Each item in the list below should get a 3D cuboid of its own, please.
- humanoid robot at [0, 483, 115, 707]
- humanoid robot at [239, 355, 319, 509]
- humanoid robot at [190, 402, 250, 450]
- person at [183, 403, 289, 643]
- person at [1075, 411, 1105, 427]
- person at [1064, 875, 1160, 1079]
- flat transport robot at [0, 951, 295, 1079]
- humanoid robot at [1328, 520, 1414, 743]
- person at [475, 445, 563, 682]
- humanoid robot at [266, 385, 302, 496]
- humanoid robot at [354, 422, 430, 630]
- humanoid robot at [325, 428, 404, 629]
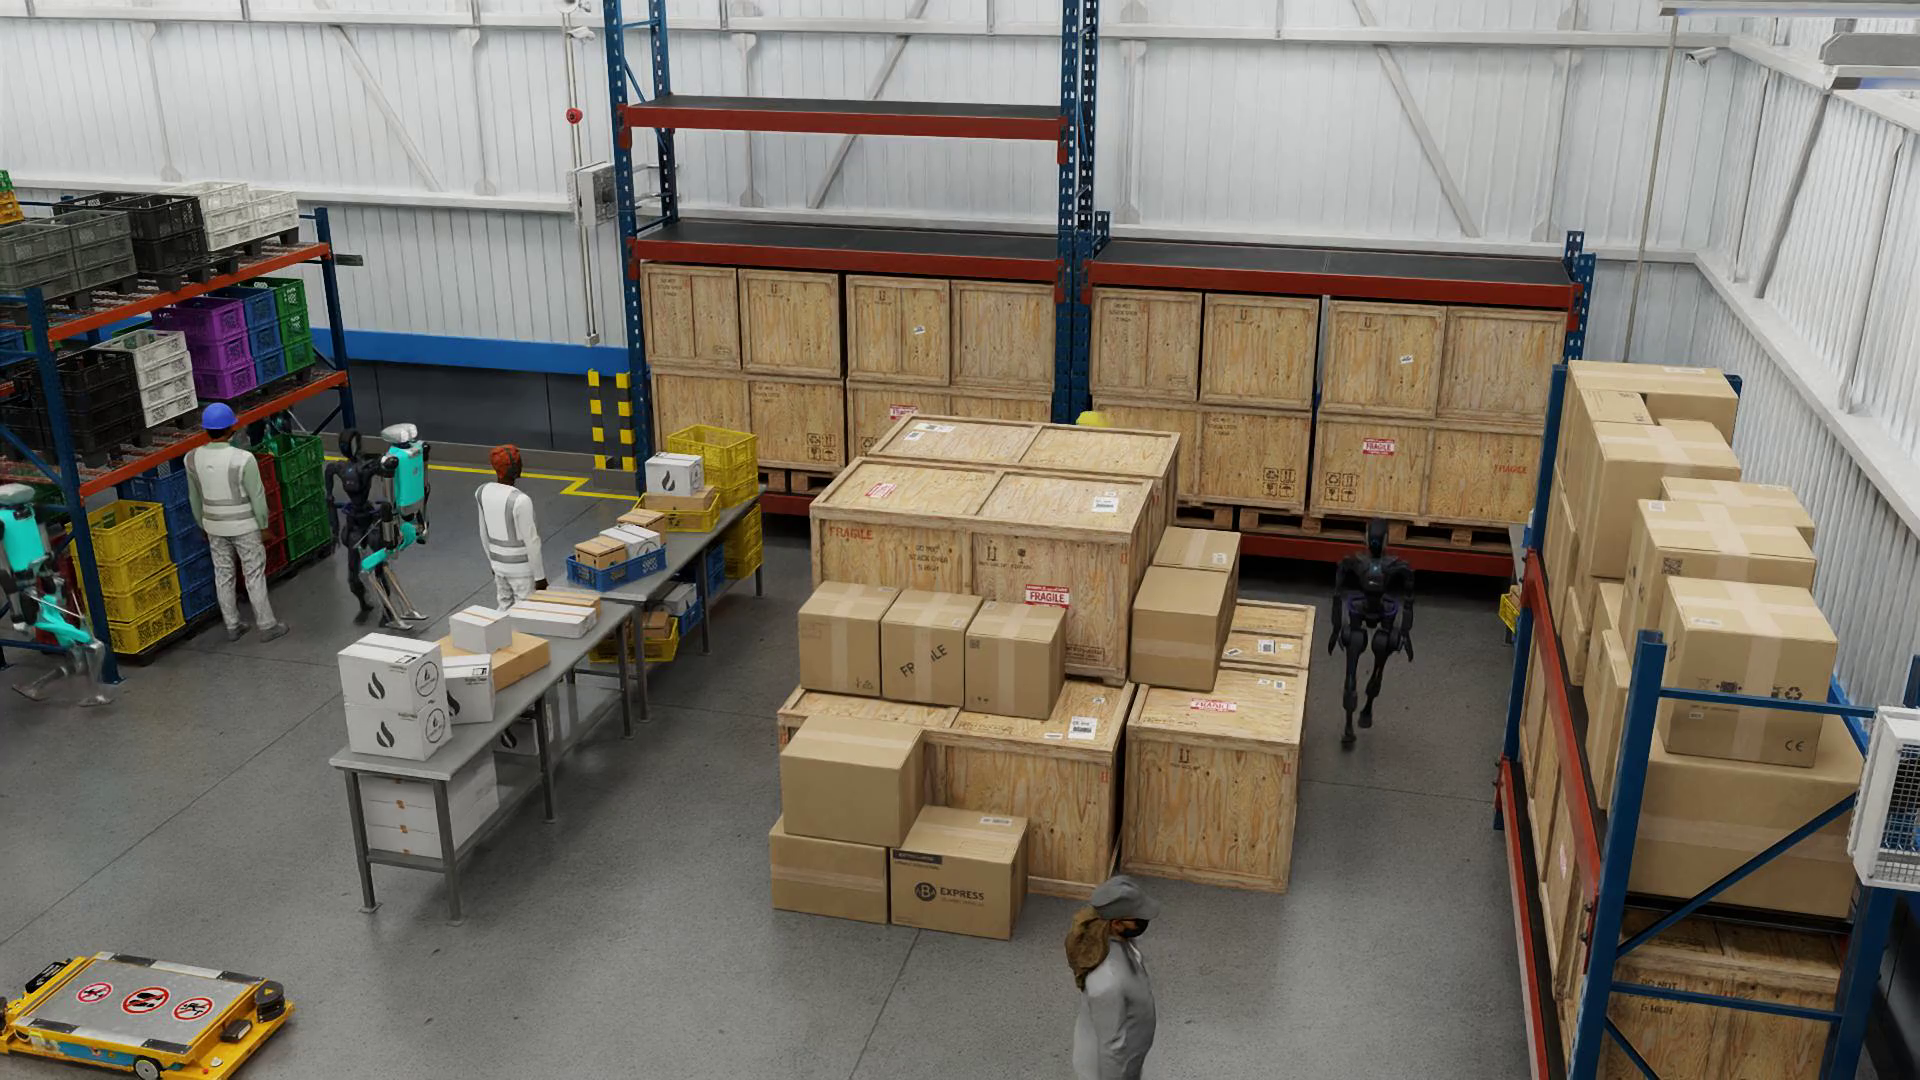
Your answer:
[{"bbox_3d":[-6.406,0.452,11.833,1.050,1.737,0.559,3,21,8],"label":"humanoid robot"},{"bbox_3d":[-6.458,-1.081,15.859,0.749,1.791,0.557,8,22,19],"label":"humanoid robot"},{"bbox_3d":[-7.022,-1.105,15.854,0.530,1.772,0.666,10,23,25],"label":"humanoid robot"},{"bbox_3d":[-5.685,-0.123,13.016,0.601,1.949,0.395,3,21,8],"label":"person"},{"bbox_3d":[1.137,-0.177,13.378,0.930,1.791,0.604,3,21,8],"label":"person"},{"bbox_3d":[0.632,2.220,7.134,0.396,1.770,0.563,2,21,5],"label":"person"},{"bbox_3d":[-4.270,2.464,8.601,1.431,0.231,0.659,5,22,13],"label":"flat transport robot"},{"bbox_3d":[2.844,0.633,11.463,0.585,1.625,0.758,5,22,13],"label":"humanoid robot"},{"bbox_3d":[-3.267,0.204,12.251,0.573,1.882,0.355,14,25,33],"label":"person"},{"bbox_3d":[-6.627,-1.174,16.127,0.315,1.654,0.599,-8,22,-20],"label":"humanoid robot"},{"bbox_3d":[-4.537,-0.123,13.166,0.731,1.694,0.533,7,22,18],"label":"humanoid robot"},{"bbox_3d":[-4.745,-0.094,13.319,0.601,1.658,0.319,1,21,2],"label":"humanoid robot"}]
